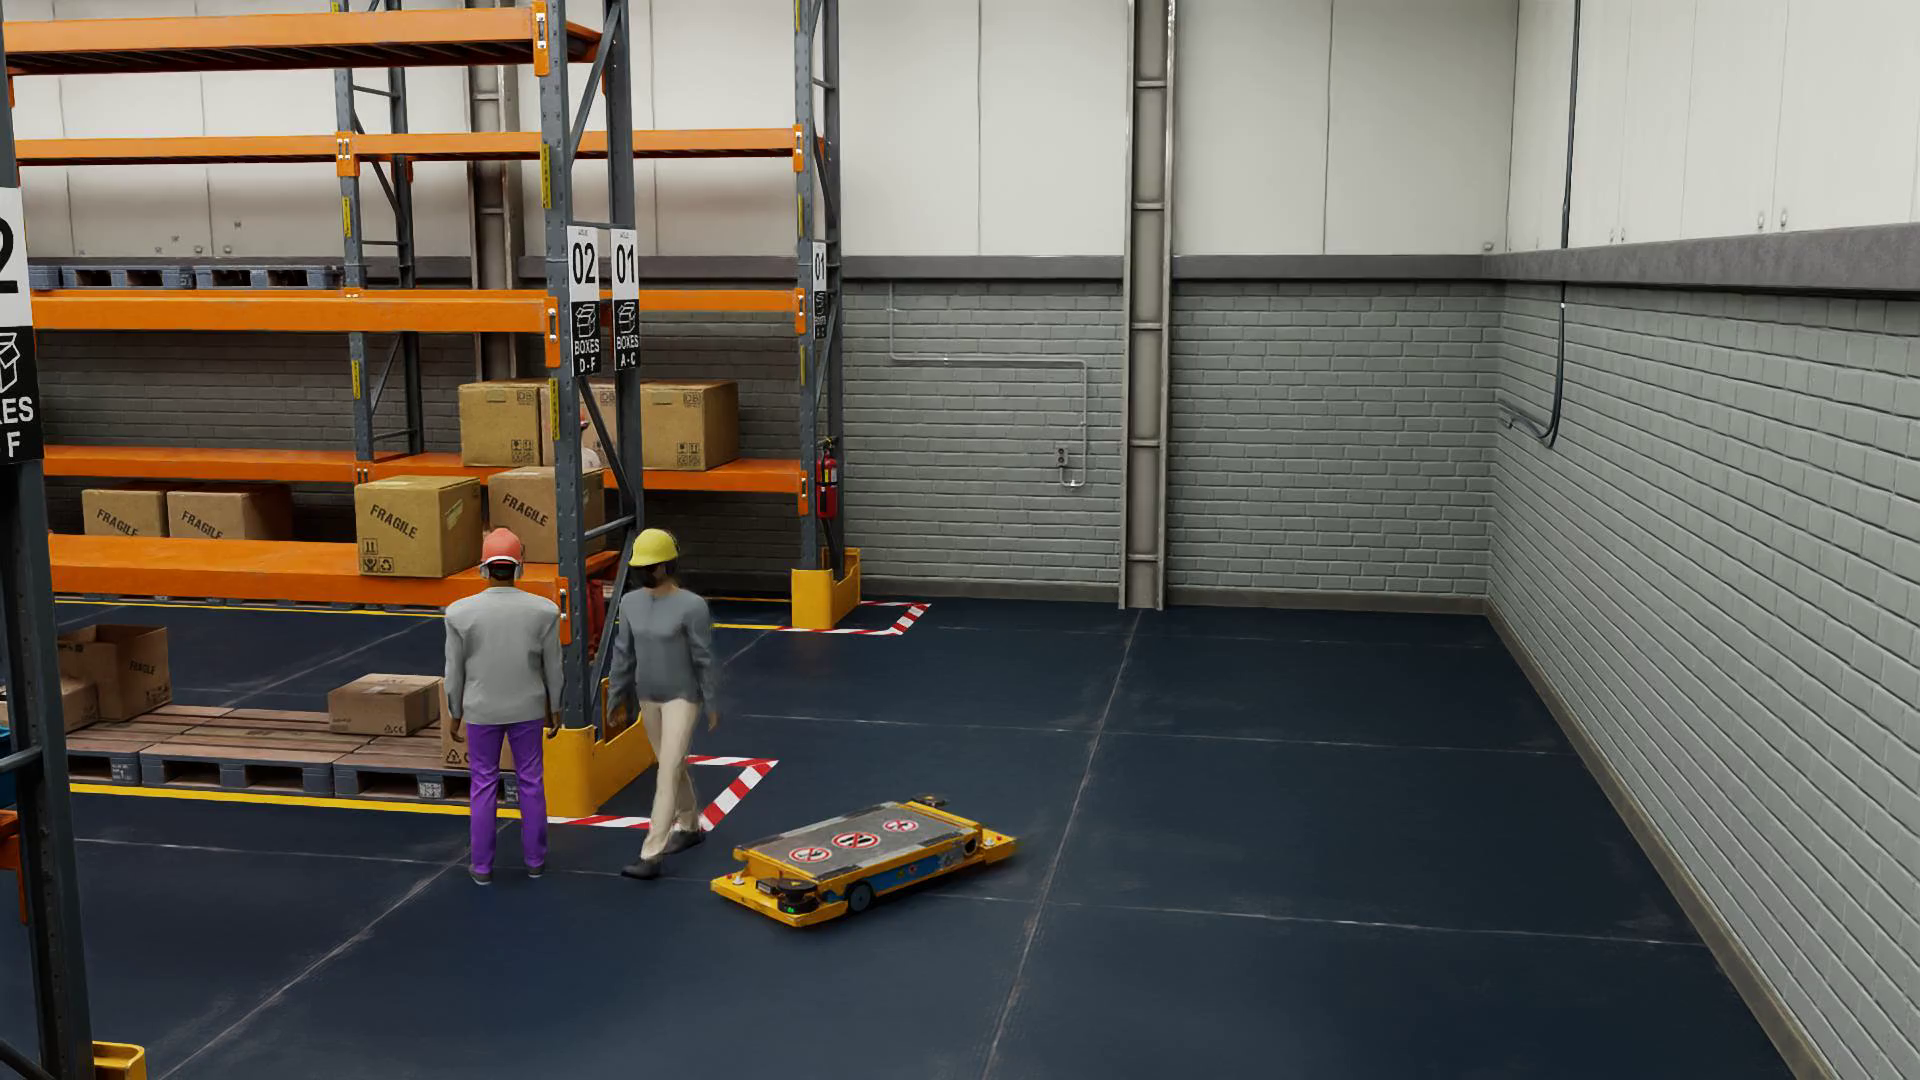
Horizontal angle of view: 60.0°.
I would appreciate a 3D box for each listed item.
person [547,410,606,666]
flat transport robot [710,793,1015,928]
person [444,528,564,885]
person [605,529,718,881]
[{"bbox_3d":[-2.924,-0.036,12.647,0.396,1.992,0.623,1,9,8],"label":"person"},{"bbox_3d":[-0.454,1.545,8.173,1.431,0.197,0.652,-9,13,-44],"label":"flat transport robot"},{"bbox_3d":[-2.235,0.812,8.174,0.568,1.746,0.343,-3,10,-20],"label":"person"},{"bbox_3d":[-1.516,0.806,8.260,0.540,1.723,0.831,5,10,27],"label":"person"}]
